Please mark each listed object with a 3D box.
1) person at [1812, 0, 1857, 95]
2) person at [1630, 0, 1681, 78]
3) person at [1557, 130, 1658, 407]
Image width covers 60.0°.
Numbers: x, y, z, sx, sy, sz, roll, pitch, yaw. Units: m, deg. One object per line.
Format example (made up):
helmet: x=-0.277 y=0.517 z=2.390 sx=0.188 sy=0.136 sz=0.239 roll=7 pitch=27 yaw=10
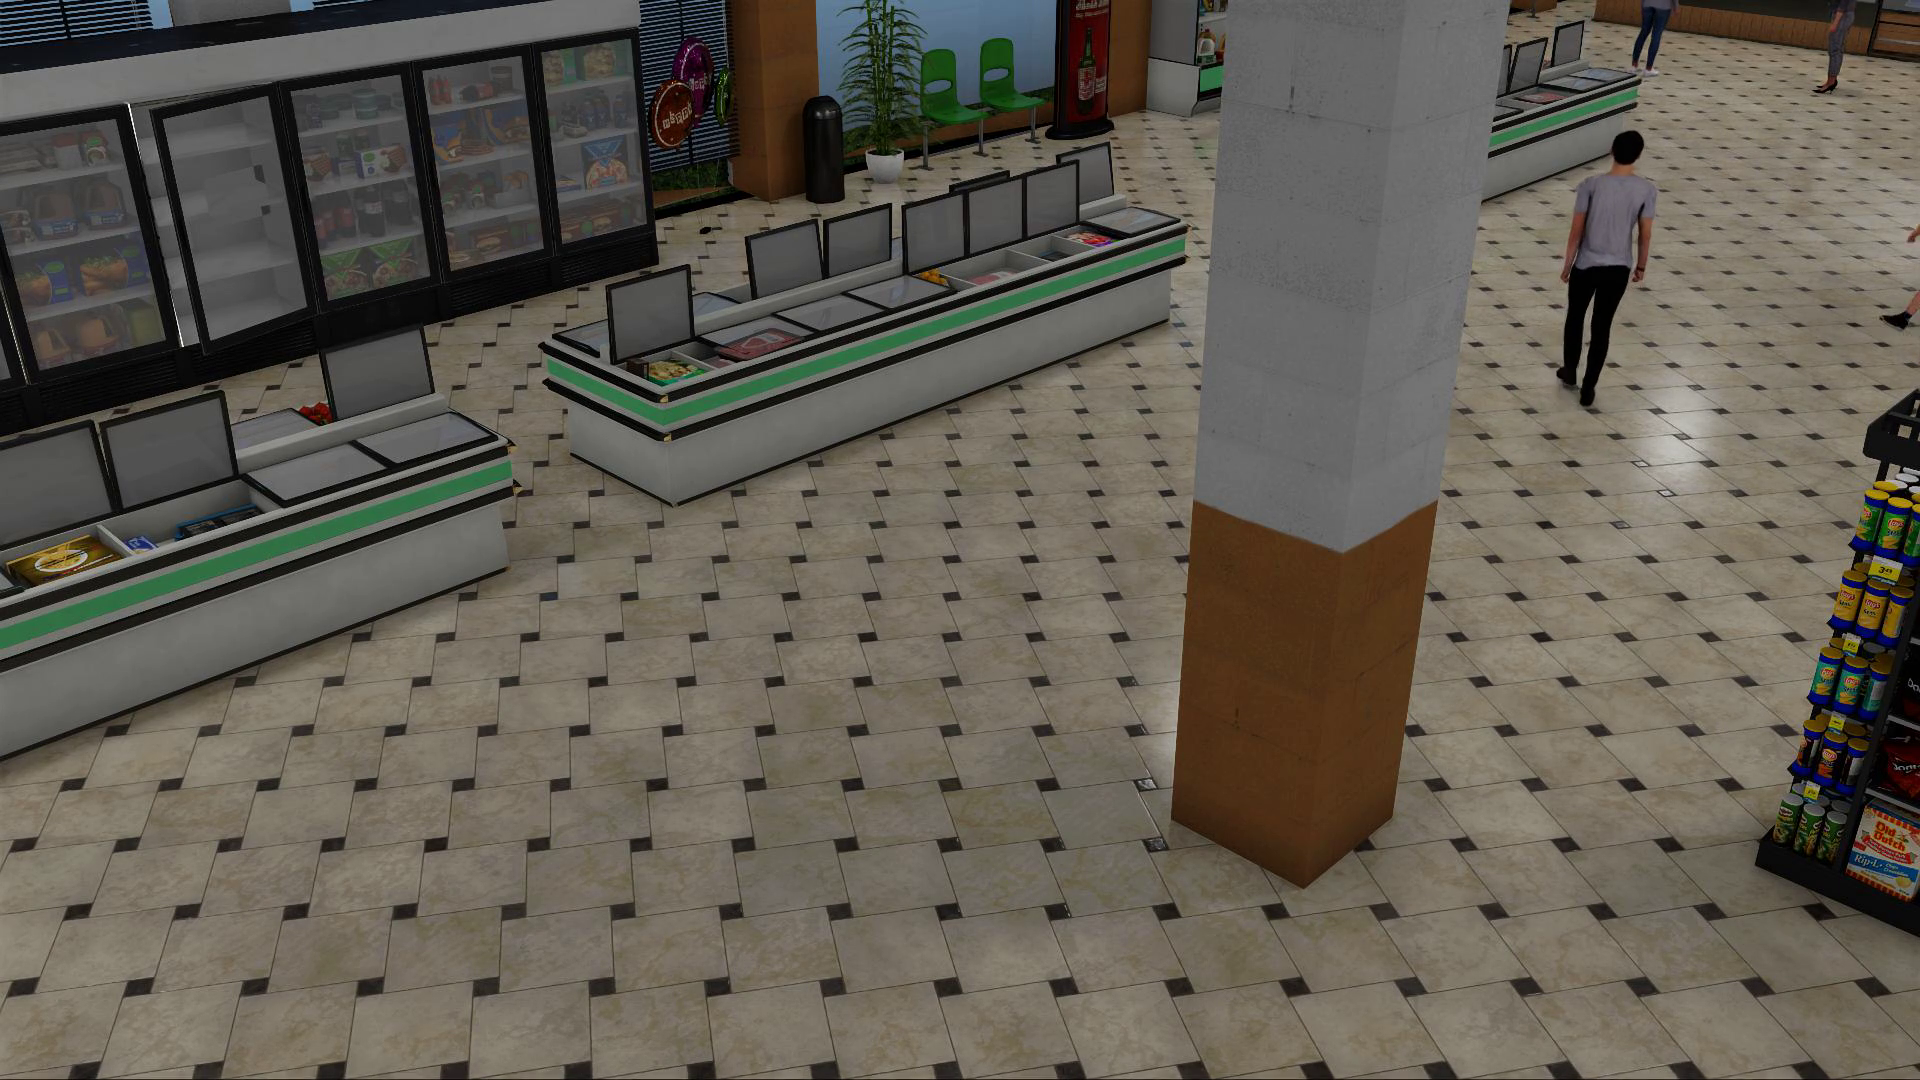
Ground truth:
person: x=10.801 y=-6.345 z=20.386 sx=0.717 sy=1.677 sz=0.565 roll=18 pitch=32 yaw=32
person: x=8.871 y=-6.797 z=21.216 sx=0.663 sy=1.732 sz=0.669 roll=-17 pitch=32 yaw=-30
person: x=4.335 y=-1.801 z=11.238 sx=0.873 sy=1.846 sz=0.948 roll=9 pitch=28 yaw=16
